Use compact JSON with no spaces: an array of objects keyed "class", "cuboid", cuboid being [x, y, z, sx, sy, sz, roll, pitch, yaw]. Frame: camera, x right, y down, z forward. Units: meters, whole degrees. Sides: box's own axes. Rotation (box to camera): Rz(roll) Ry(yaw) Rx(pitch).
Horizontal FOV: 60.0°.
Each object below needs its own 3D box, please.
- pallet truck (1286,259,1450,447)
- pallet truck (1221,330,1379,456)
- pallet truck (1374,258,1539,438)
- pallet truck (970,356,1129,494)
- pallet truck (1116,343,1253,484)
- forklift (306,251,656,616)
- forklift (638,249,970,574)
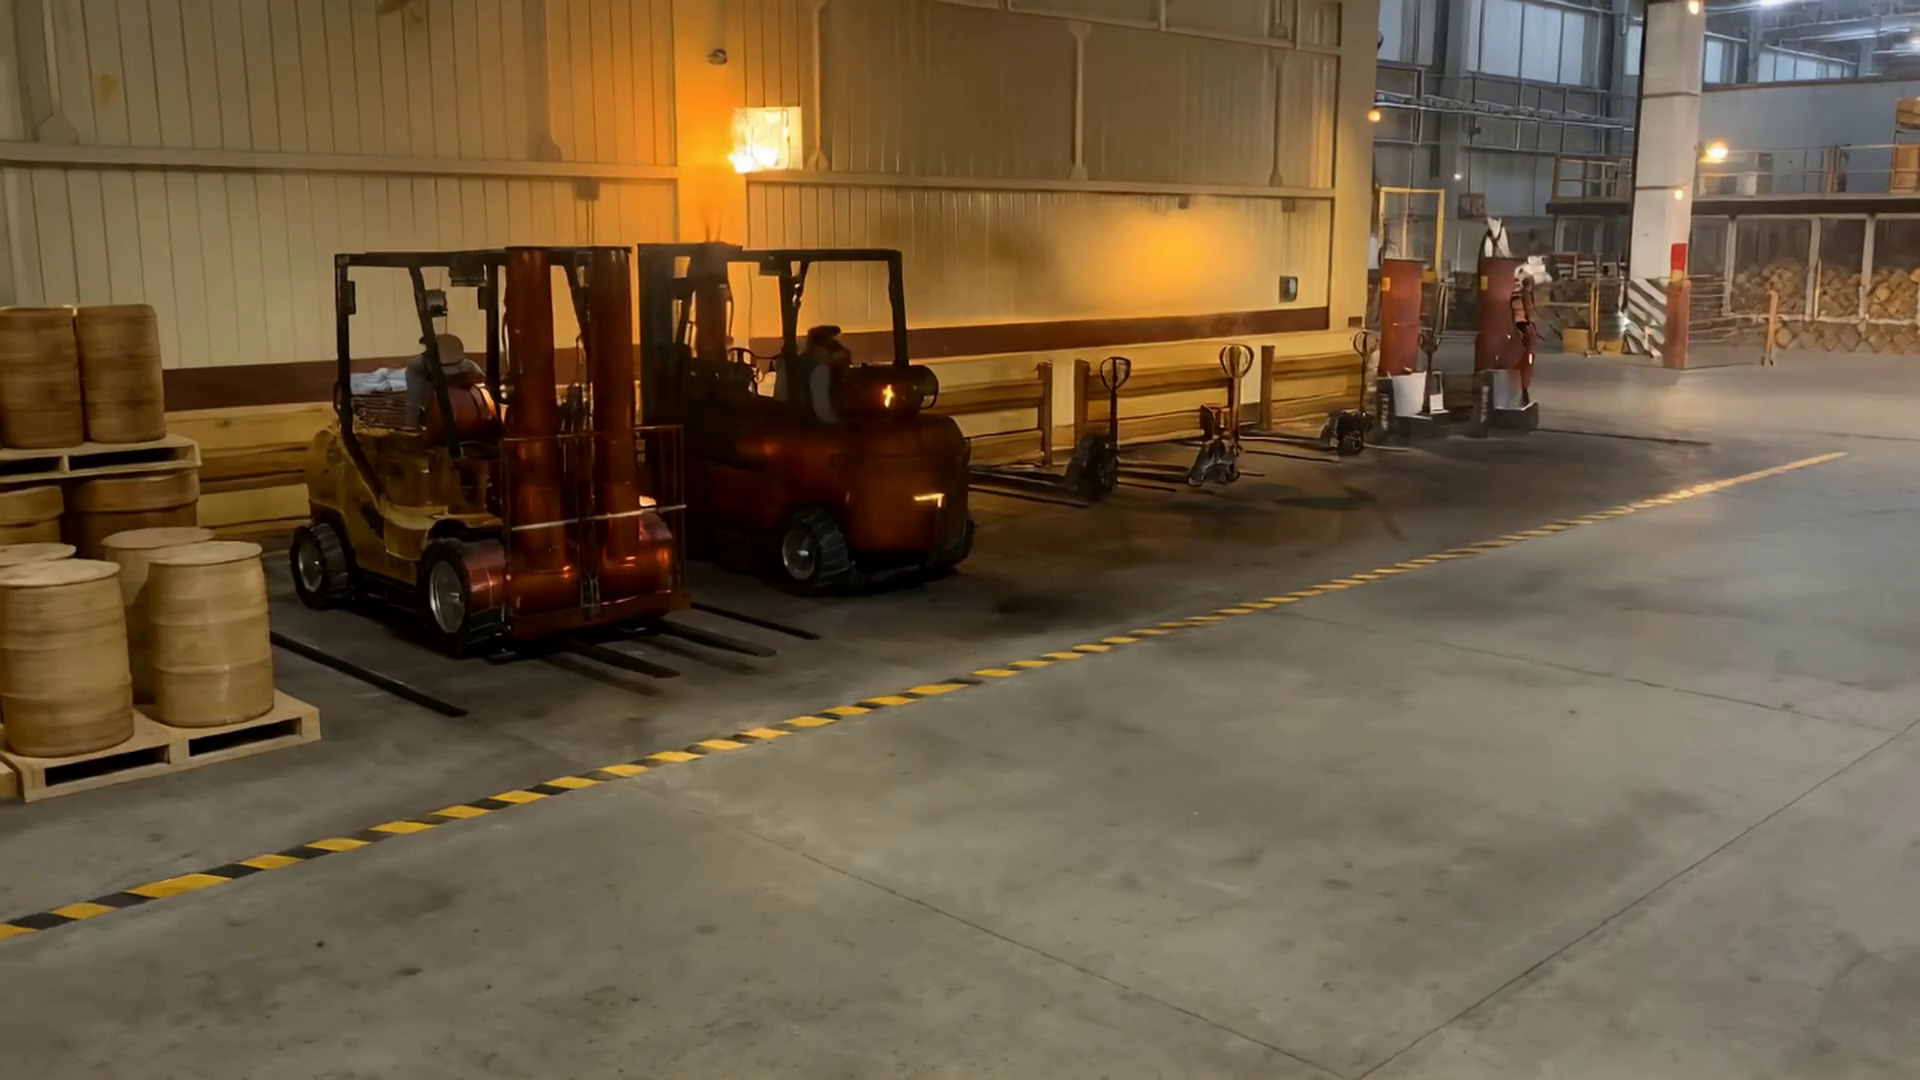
[{"class":"pallet truck","cuboid":[4.493,-2.078,18.196,0.823,1.965,1.885,-9,14,-40]},{"class":"pallet truck","cuboid":[3.563,-1.581,17.381,0.653,1.274,1.630,-10,14,-44]},{"class":"pallet truck","cuboid":[5.704,-2.208,18.901,1.885,1.965,0.823,10,14,43]},{"class":"pallet truck","cuboid":[0.784,-1.085,14.876,0.680,1.201,1.601,-10,14,-44]},{"class":"pallet truck","cuboid":[1.962,-1.215,15.415,1.522,1.261,0.704,10,14,43]},{"class":"forklift","cuboid":[-2.833,-0.669,9.694,1.157,1.987,2.680,-10,14,-44]},{"class":"forklift","cuboid":[-1.173,-0.958,11.239,2.680,1.987,1.157,10,14,43]}]
